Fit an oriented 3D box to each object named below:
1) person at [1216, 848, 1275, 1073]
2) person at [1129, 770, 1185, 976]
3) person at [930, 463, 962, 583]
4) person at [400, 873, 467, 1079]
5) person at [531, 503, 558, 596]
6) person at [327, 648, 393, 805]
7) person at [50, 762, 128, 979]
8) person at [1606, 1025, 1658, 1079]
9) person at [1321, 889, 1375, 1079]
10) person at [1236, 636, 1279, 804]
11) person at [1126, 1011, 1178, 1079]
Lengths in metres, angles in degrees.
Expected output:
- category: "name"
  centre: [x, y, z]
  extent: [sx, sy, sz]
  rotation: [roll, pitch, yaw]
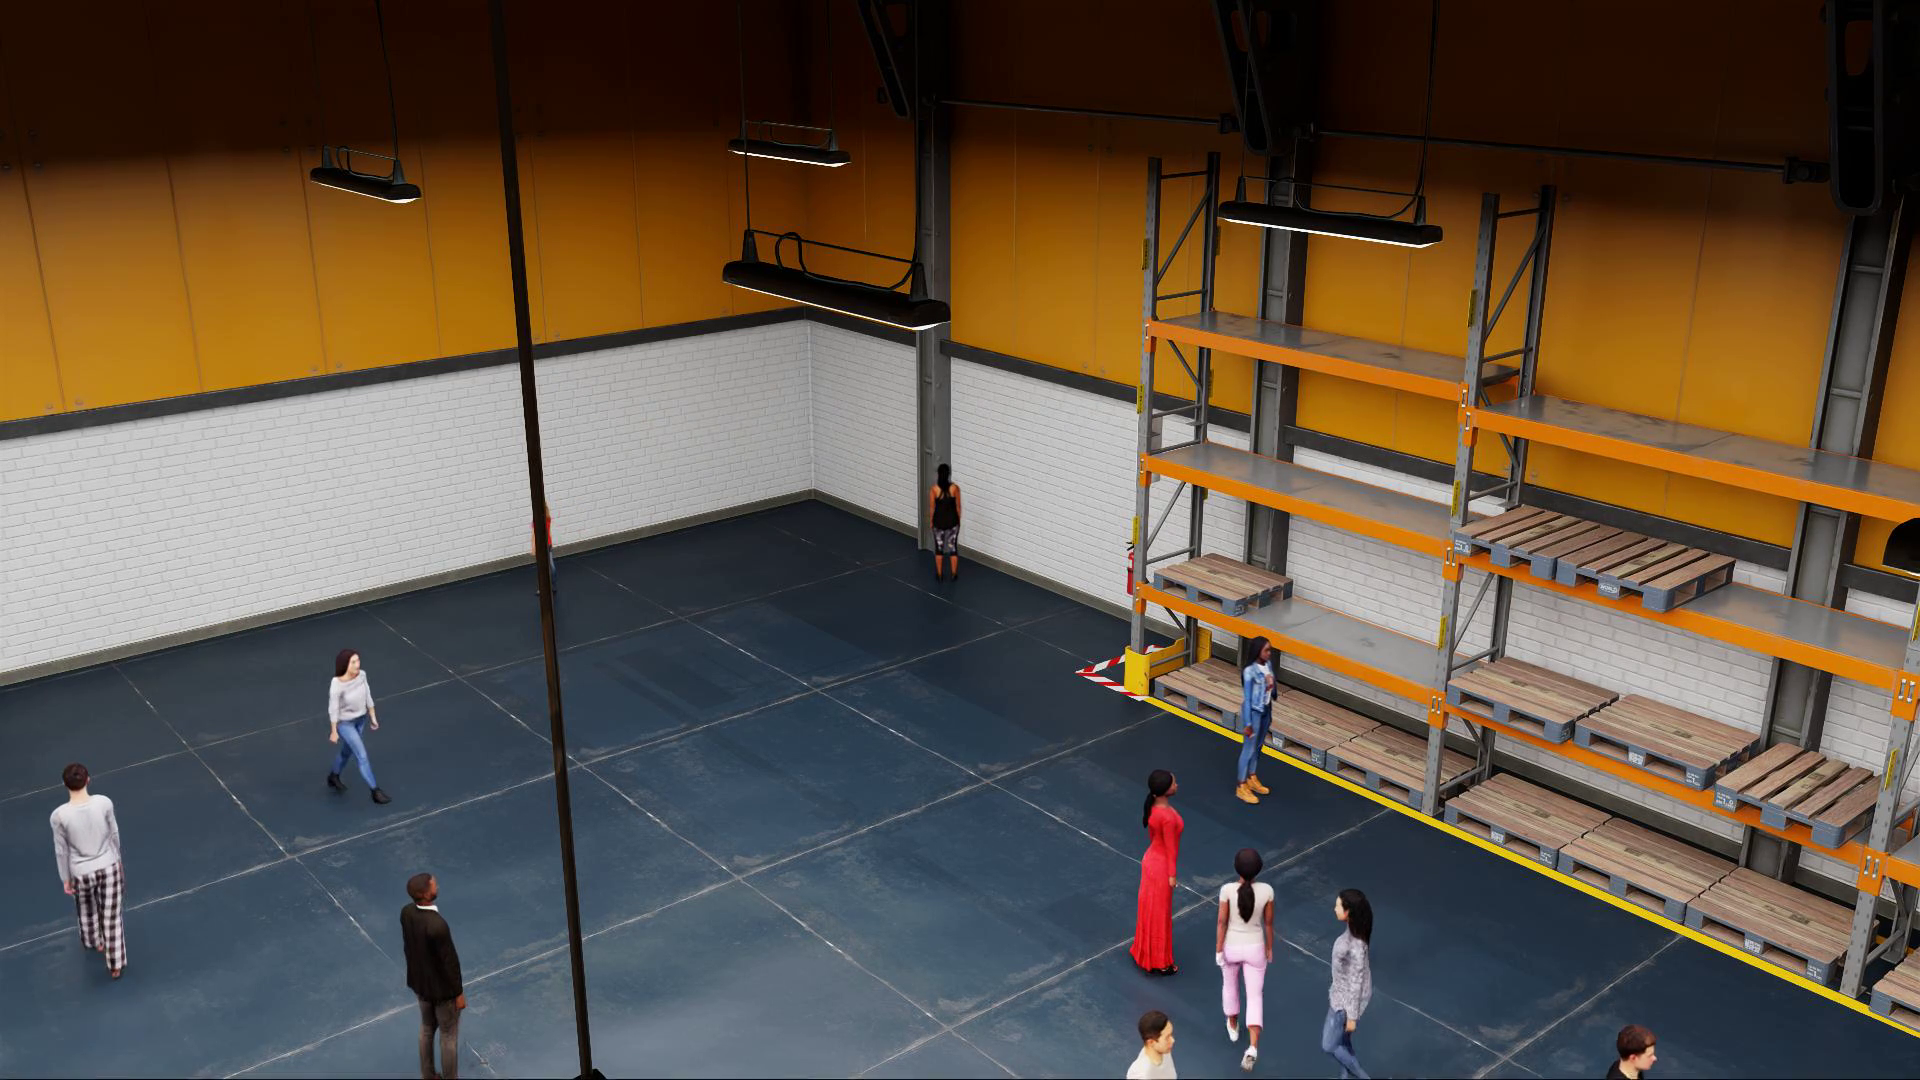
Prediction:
- category: "person"
  centre: [2.114, 3.107, 12.347]
  extent: [1.034, 1.719, 1.105]
  rotation: [1, 19, 2]
- category: "person"
  centre: [1.614, 2.680, 13.514]
  extent: [0.781, 1.784, 0.678]
  rotation: [-4, 19, -12]
- category: "person"
  centre: [-0.196, -0.250, 22.407]
  extent: [0.652, 1.661, 0.683]
  rotation: [-1, 19, -3]
- category: "person"
  centre: [-3.771, 3.198, 11.952]
  extent: [0.577, 1.799, 0.769]
  rotation: [13, 22, 33]
- category: "person"
  centre: [-5.499, 0.083, 21.969]
  extent: [0.539, 1.309, 0.520]
  rotation: [12, 22, 31]
- category: "person"
  centre: [-6.056, 1.824, 16.372]
  extent: [1.154, 1.581, 0.947]
  rotation: [7, 20, 21]
- category: "person"
  centre: [-6.964, 2.693, 13.413]
  extent: [0.717, 1.823, 0.997]
  rotation: [-11, 21, -29]
- category: "person"
  centre: [3.923, 3.771, 10.218]
  extent: [1.278, 1.820, 1.030]
  rotation: [8, 20, 21]
- category: "person"
  centre: [2.861, 3.281, 11.837]
  extent: [0.823, 1.715, 0.772]
  rotation: [5, 19, 14]
- category: "person"
  centre: [2.912, 1.742, 16.413]
  extent: [0.571, 1.711, 0.624]
  rotation: [15, 24, 37]
- category: "person"
  centre: [1.172, 3.727, 10.361]
  extent: [0.716, 1.812, 0.729]
  rotation: [8, 20, 21]
